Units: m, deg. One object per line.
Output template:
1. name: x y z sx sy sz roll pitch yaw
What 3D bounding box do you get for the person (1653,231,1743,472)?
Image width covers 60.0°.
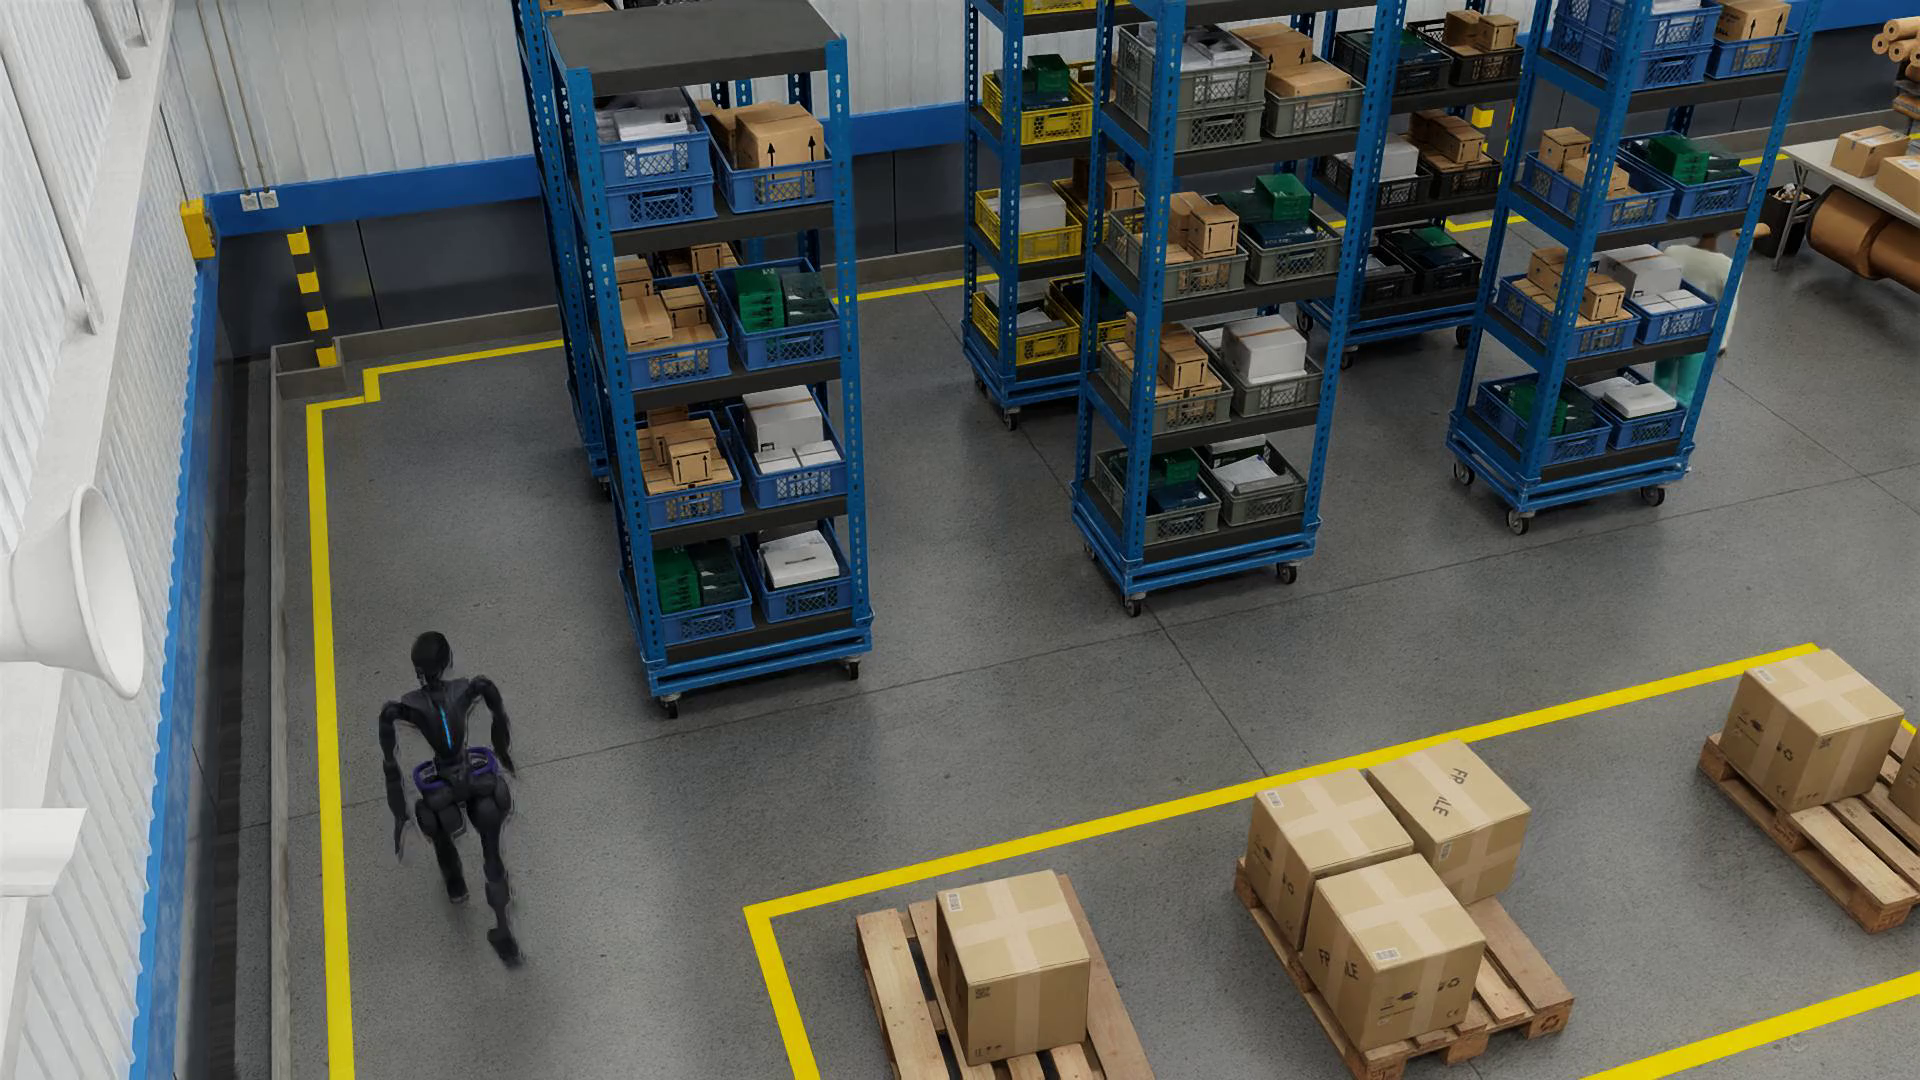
1. person: 4.648 -1.301 10.645 0.564 1.714 0.633 -26 43 -32

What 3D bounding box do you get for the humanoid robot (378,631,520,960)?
1. humanoid robot: -2.232 1.104 7.309 0.600 1.623 0.756 -15 38 -21
